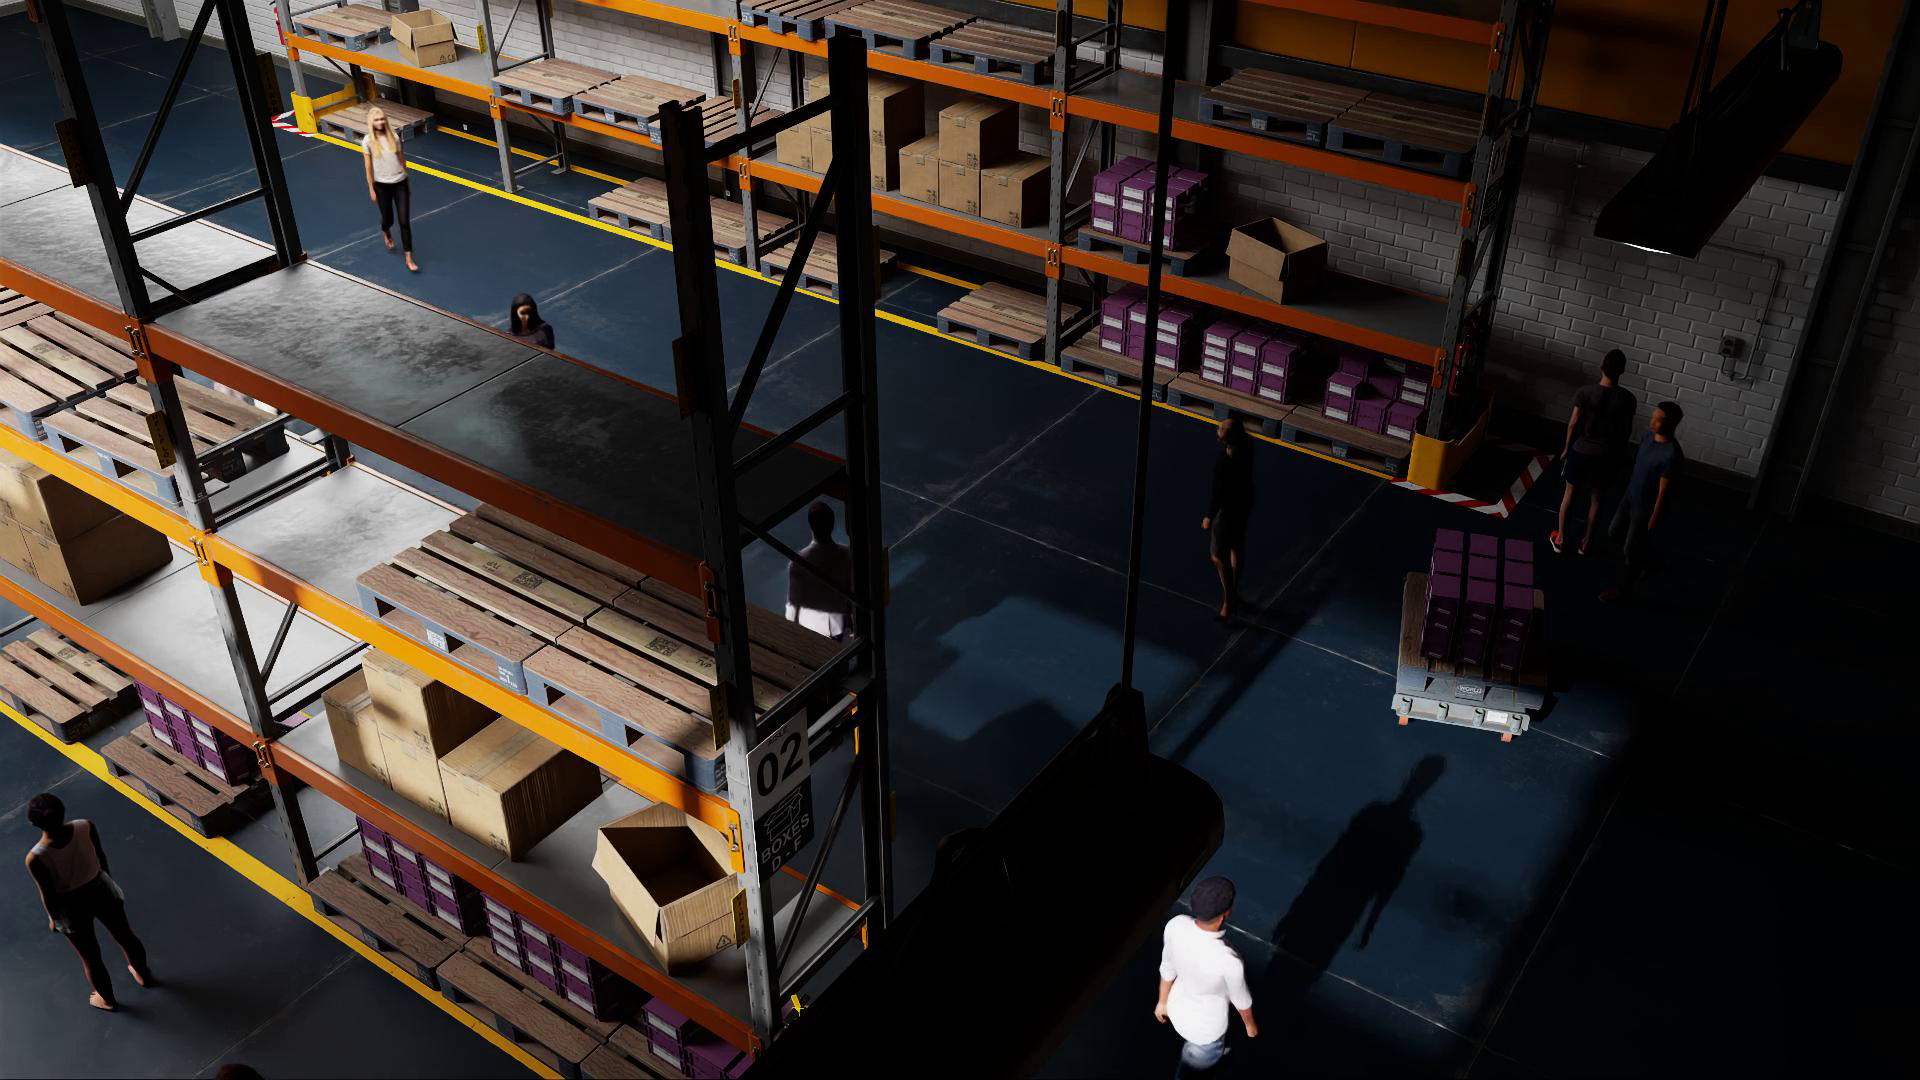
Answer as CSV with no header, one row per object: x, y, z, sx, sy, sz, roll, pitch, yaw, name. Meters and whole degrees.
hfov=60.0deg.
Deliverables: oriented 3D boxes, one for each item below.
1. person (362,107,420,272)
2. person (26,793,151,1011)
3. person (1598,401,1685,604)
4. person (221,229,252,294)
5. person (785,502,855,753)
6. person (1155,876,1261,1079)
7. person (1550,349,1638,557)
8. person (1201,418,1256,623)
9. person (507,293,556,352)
-6.368,-3.935,18.519,0.881,1.805,1.140,-19,38,-26,person
-5.079,2.085,9.647,0.539,1.600,0.556,22,39,29,person
5.462,-0.300,13.059,0.948,1.796,0.882,-3,34,-4,person
-6.777,-2.150,15.928,1.240,1.702,0.605,20,39,27,person
-0.937,0.626,11.638,1.032,1.827,1.203,-17,37,-24,person
1.210,2.540,8.796,0.886,1.786,0.980,-22,40,-30,person
5.188,-0.708,13.621,0.602,1.853,0.767,9,35,14,person
2.161,-0.226,12.940,0.662,1.805,0.536,-25,41,-32,person
-3.796,-1.427,14.843,0.900,1.698,1.108,-16,37,-23,person
